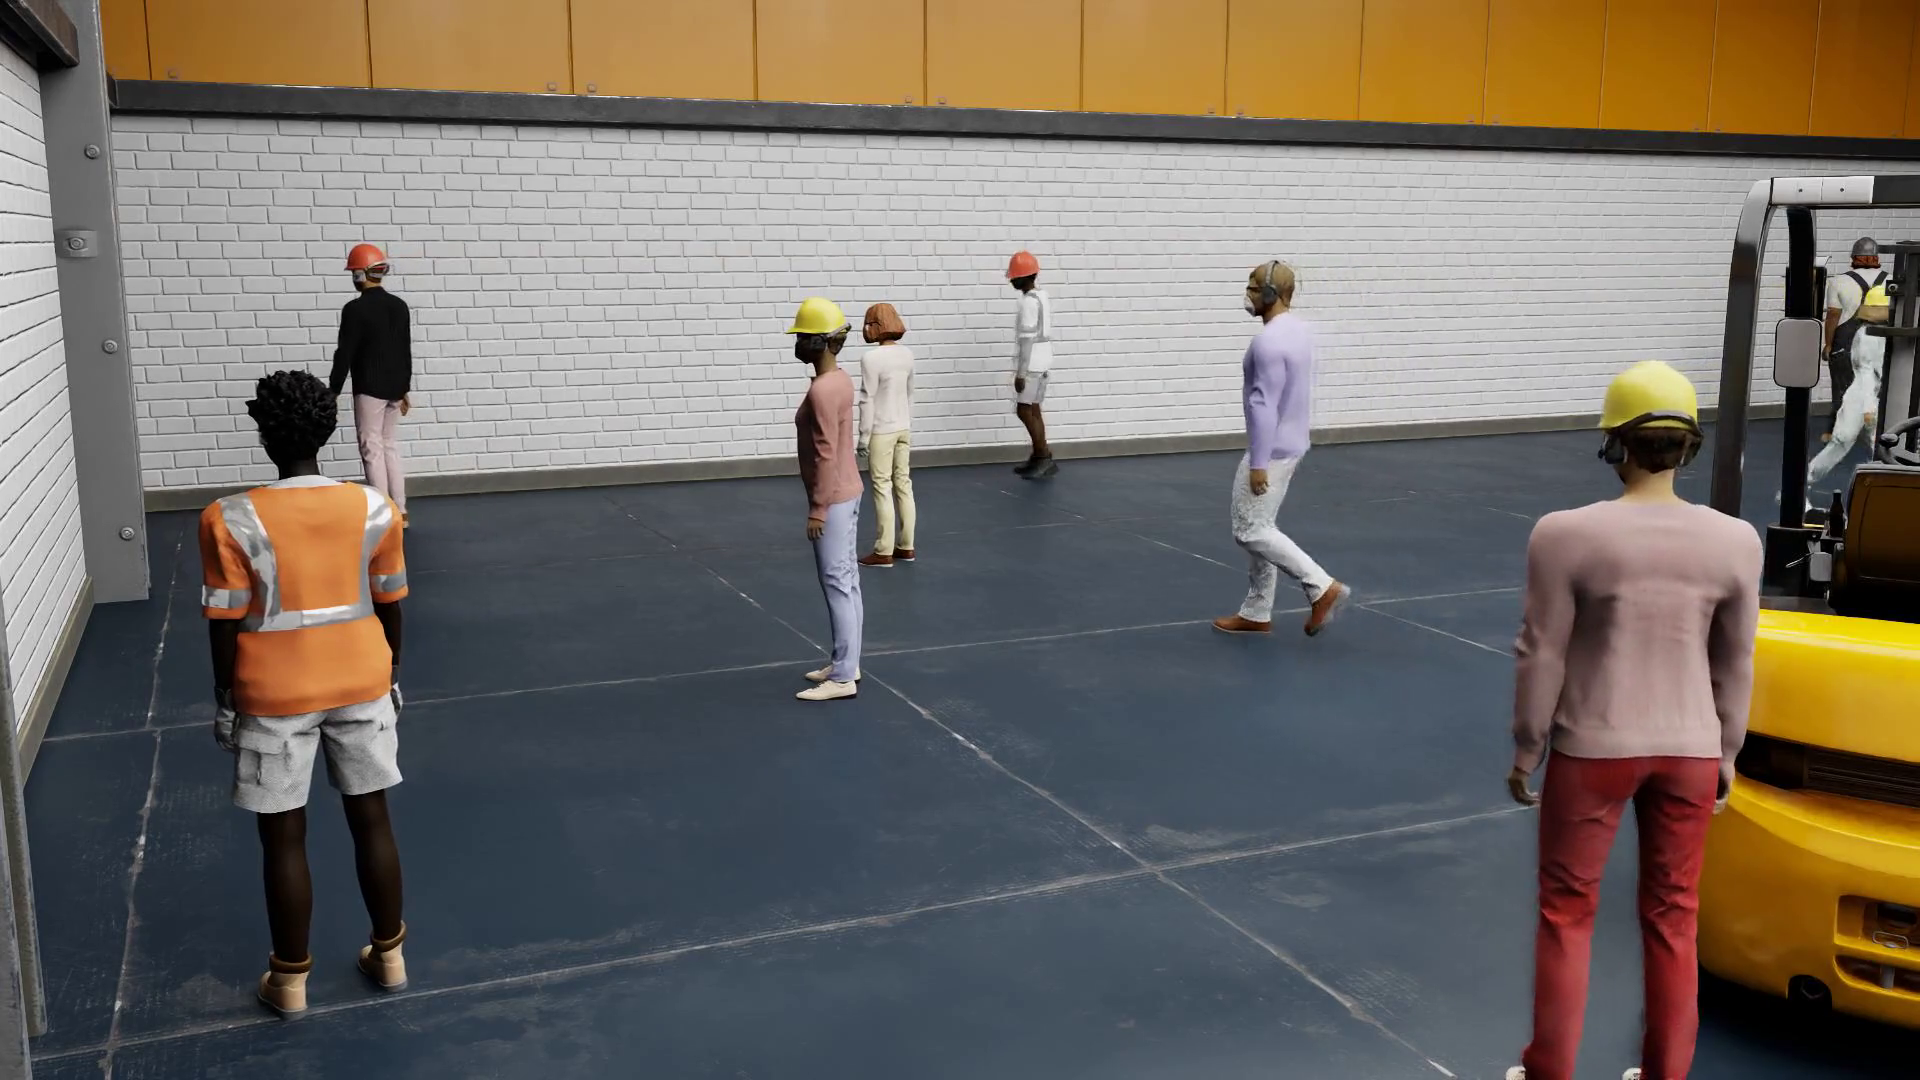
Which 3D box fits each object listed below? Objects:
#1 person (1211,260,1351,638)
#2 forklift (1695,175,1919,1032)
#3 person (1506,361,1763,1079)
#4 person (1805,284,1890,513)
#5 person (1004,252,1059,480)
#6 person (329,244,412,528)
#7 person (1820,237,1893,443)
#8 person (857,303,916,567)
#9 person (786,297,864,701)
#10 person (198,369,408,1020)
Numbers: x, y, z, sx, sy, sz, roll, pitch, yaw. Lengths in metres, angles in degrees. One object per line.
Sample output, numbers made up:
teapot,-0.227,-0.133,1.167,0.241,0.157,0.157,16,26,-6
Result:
person,1.603,-0.424,8.271,0.619,1.918,0.640,4,11,22
forklift,2.810,0.094,4.662,1.214,2.155,2.313,7,12,34
person,1.515,0.475,3.795,0.523,1.752,0.378,0,10,1
person,6.517,-1.006,12.086,0.888,1.700,0.497,8,13,38
person,0.637,-1.455,14.038,0.466,1.902,0.604,3,11,15
person,-4.017,-1.019,11.374,0.452,1.988,0.639,3,11,17
person,8.860,-1.970,16.456,0.682,2.000,0.536,1,10,7
person,-0.454,-0.650,10.326,0.269,1.627,0.500,7,12,33
person,-0.592,-0.175,7.319,0.324,1.769,0.523,1,10,6
person,-1.693,0.402,4.358,0.531,1.690,0.322,-9,14,-42
